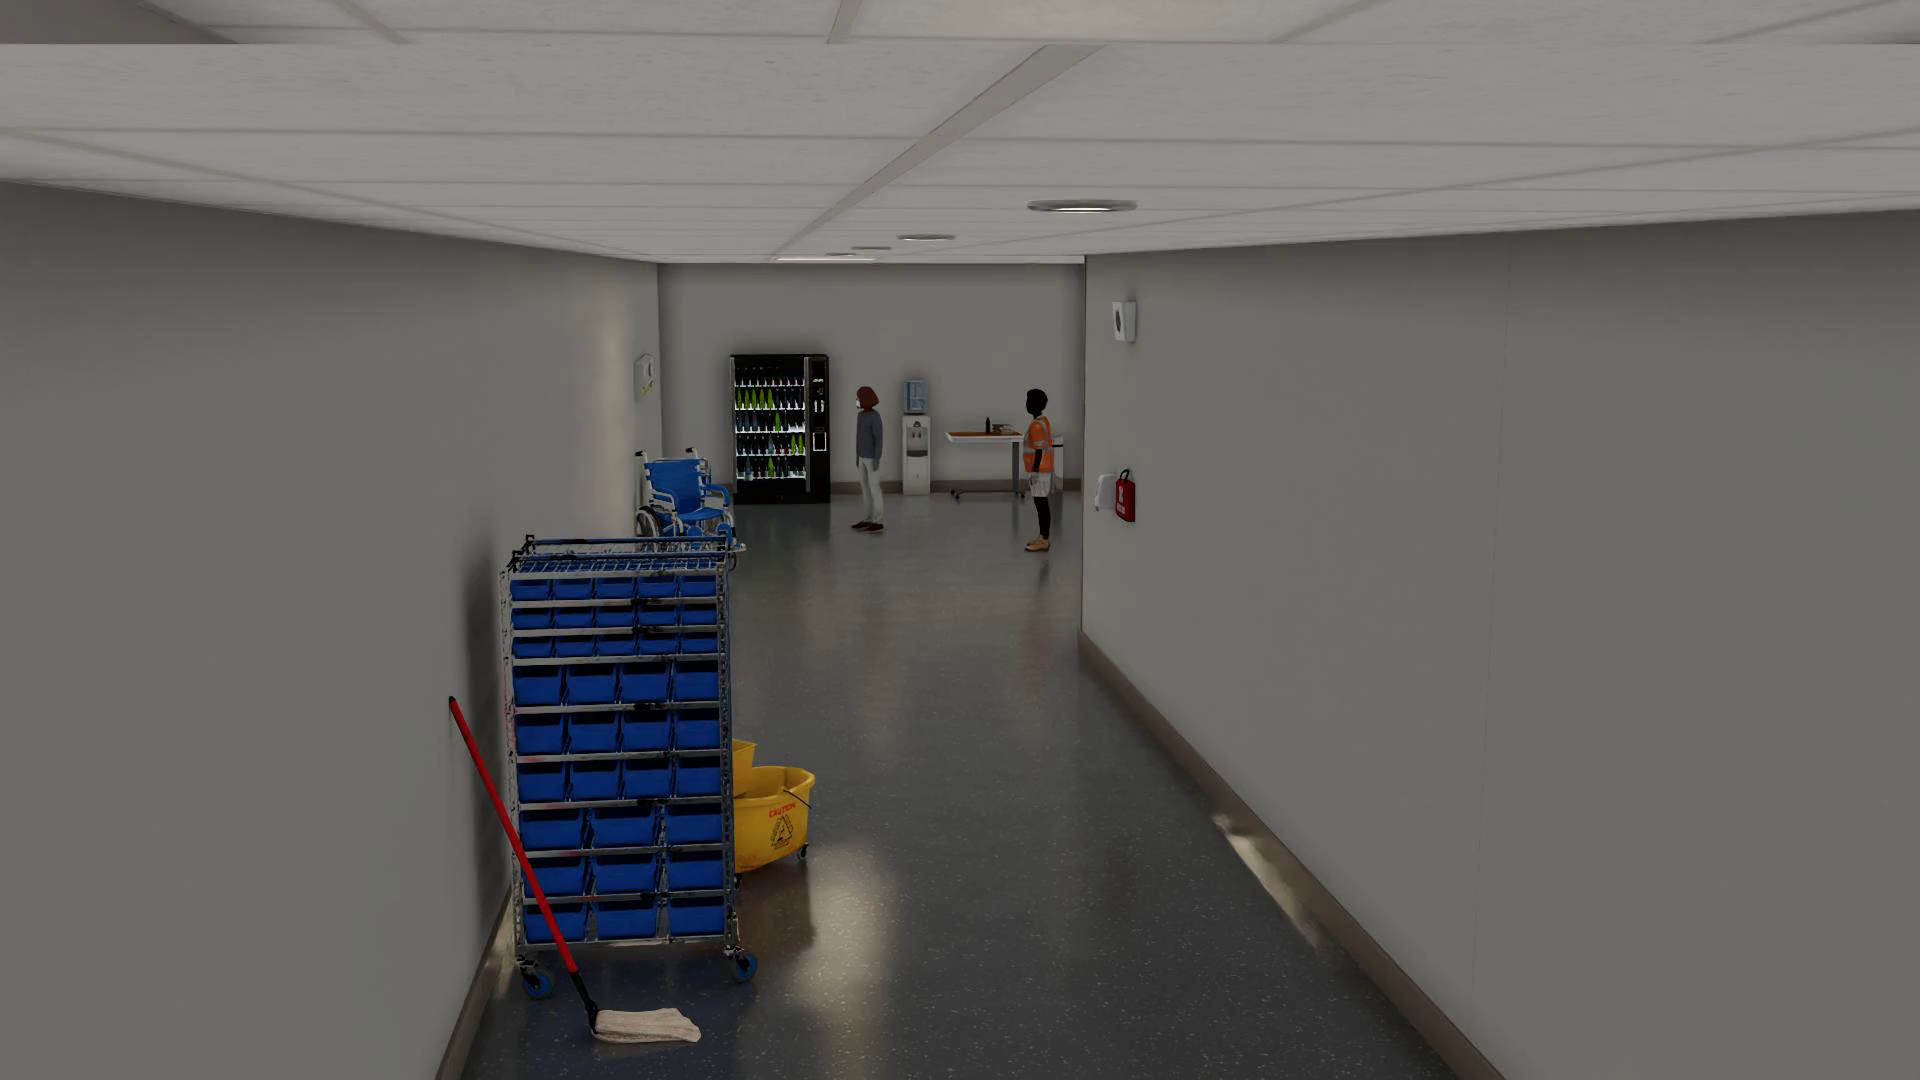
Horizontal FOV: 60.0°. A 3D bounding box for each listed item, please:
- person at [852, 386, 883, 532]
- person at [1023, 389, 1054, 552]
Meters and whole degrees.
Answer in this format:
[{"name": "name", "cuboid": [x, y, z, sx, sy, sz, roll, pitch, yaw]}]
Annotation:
[{"name": "person", "cuboid": [-1.031, -0.909, 18.662, 0.266, 1.631, 0.507, -5, 10, -29]}, {"name": "person", "cuboid": [0.813, -0.727, 17.329, 0.319, 1.695, 0.538, 2, 9, 9]}]
